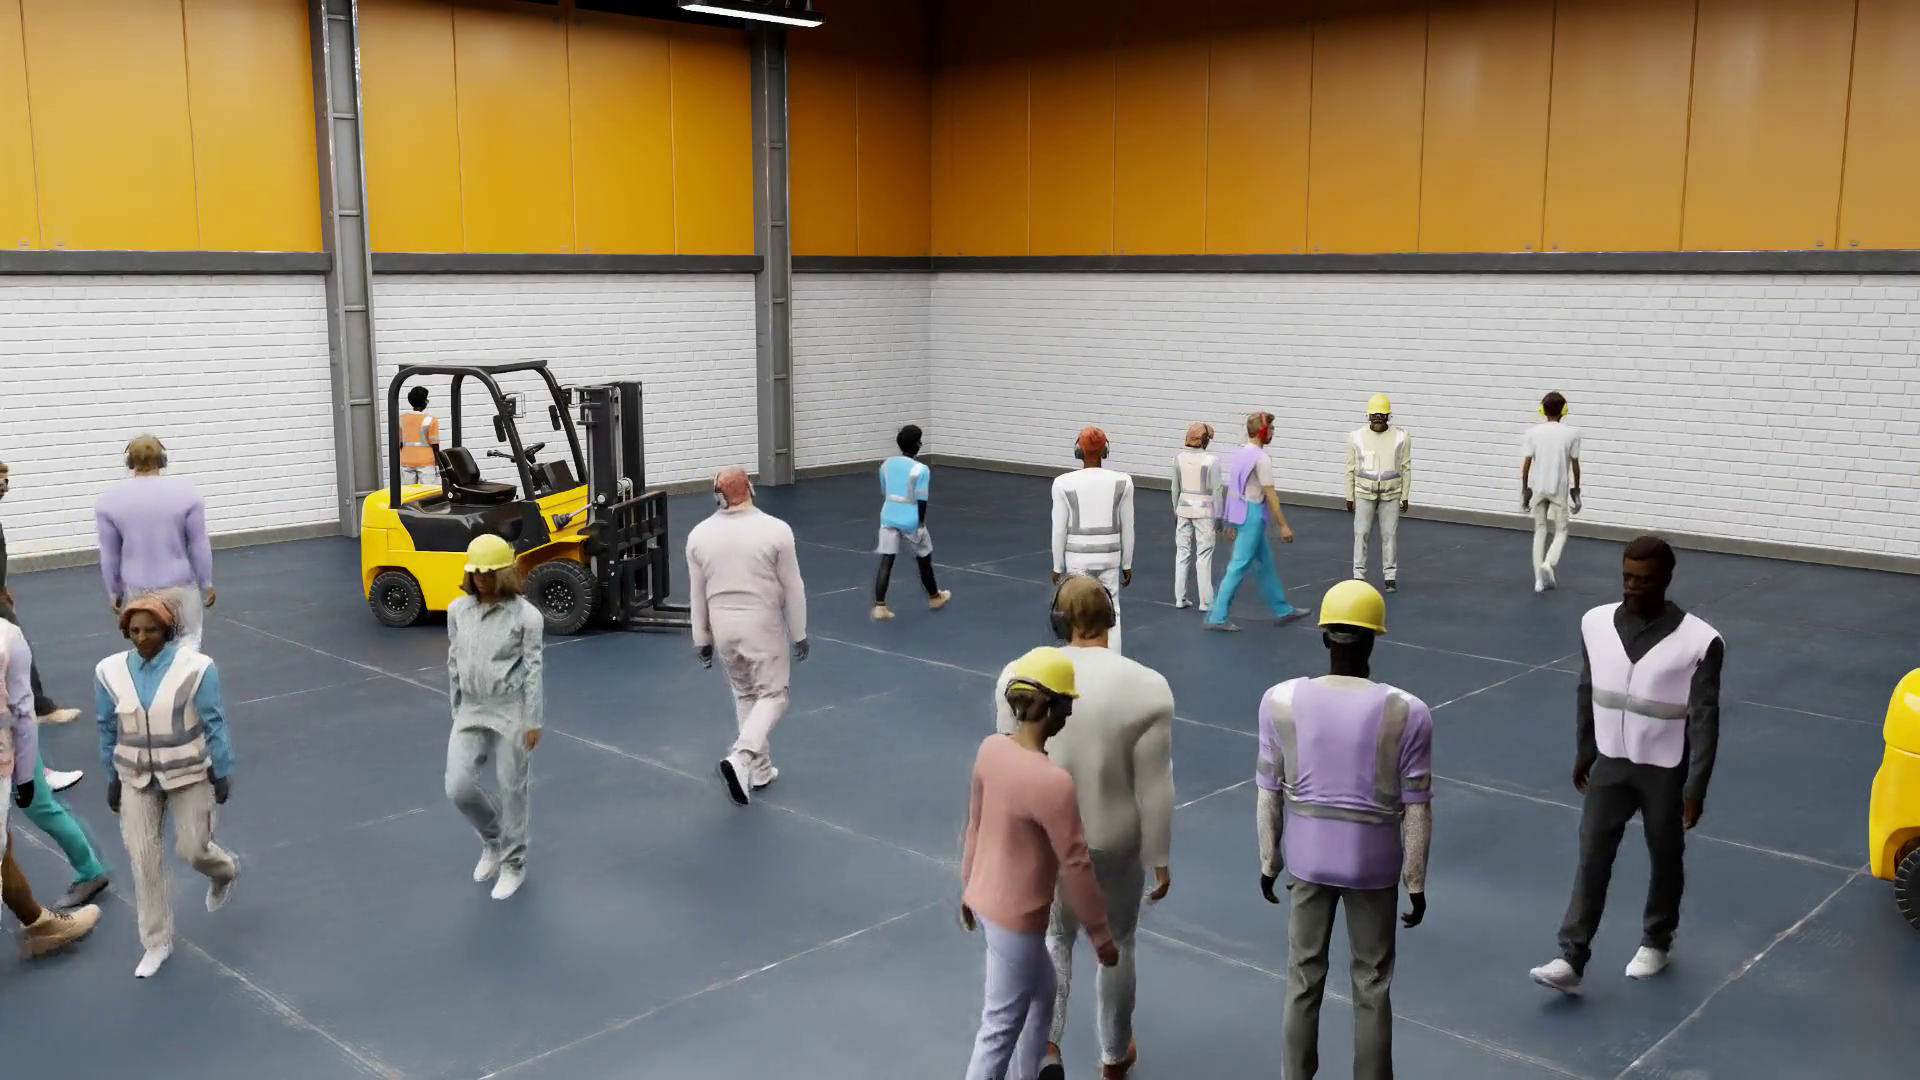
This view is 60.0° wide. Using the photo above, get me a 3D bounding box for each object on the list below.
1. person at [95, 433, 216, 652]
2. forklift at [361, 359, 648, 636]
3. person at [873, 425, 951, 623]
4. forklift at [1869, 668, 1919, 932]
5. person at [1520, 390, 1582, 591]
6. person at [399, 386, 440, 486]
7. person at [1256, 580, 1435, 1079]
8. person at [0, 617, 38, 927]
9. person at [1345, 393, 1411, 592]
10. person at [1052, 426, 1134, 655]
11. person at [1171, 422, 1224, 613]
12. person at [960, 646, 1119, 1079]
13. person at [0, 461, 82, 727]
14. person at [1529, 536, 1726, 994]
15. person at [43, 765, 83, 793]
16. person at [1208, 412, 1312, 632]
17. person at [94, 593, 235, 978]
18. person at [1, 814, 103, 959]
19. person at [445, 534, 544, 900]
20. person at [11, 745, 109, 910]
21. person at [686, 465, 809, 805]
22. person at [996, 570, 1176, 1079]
[{"bbox_3d":[-5.053,0.291,10.476,0.651,1.929,0.519,-2,10,-14],"label":"person"},{"bbox_3d":[-3.850,-0.407,13.936,2.313,2.155,1.214,2,9,11],"label":"forklift"},{"bbox_3d":[-0.438,-0.154,14.075,0.536,1.632,0.915,6,11,33],"label":"person"},{"bbox_3d":[5.205,0.723,7.013,2.313,2.155,1.214,9,13,43],"label":"forklift"},{"bbox_3d":[5.372,-0.428,15.115,0.544,1.854,0.480,5,11,29],"label":"person"},{"bbox_3d":[-5.851,-0.818,18.011,0.529,1.690,0.321,3,10,16],"label":"person"},{"bbox_3d":[1.294,1.087,5.624,0.585,1.918,0.378,4,10,24],"label":"person"},{"bbox_3d":[-4.111,0.948,6.781,0.647,1.818,0.559,-4,10,-25],"label":"person"},{"bbox_3d":[3.817,-0.429,15.212,0.589,1.827,0.403,2,9,12],"label":"person"},{"bbox_3d":[0.906,0.162,11.397,0.574,1.884,0.356,-1,9,-6],"label":"person"},{"bbox_3d":[2.042,-0.194,14.330,0.514,1.640,0.310,9,13,42],"label":"person"},{"bbox_3d":[0.261,1.209,5.408,0.662,1.728,0.548,-4,10,-22],"label":"person"},{"bbox_3d":[-6.197,0.364,10.472,0.978,1.788,0.545,-7,11,-36],"label":"person"},{"bbox_3d":[2.692,0.929,6.699,0.938,1.876,0.619,-9,13,-44],"label":"person"},{"bbox_3d":[-5.496,0.557,9.086,0.644,1.856,1.014,9,13,44],"label":"person"},{"bbox_3d":[2.447,-0.136,13.504,0.948,1.795,0.570,-1,9,-6],"label":"person"},{"bbox_3d":[-3.365,0.992,7.137,0.522,1.613,0.628,-1,9,-4],"label":"person"},{"bbox_3d":[-4.135,0.873,6.741,0.613,2.001,1.067,5,11,28],"label":"person"},{"bbox_3d":[-2.177,0.824,7.762,0.496,1.730,0.366,2,9,11],"label":"person"},{"bbox_3d":[-4.303,0.892,7.430,0.530,1.722,0.897,5,11,30],"label":"person"},{"bbox_3d":[-1.206,0.524,9.225,0.664,1.869,0.744,3,10,19],"label":"person"},{"bbox_3d":[0.427,1.064,5.804,0.653,1.910,0.711,2,9,12],"label":"person"}]
